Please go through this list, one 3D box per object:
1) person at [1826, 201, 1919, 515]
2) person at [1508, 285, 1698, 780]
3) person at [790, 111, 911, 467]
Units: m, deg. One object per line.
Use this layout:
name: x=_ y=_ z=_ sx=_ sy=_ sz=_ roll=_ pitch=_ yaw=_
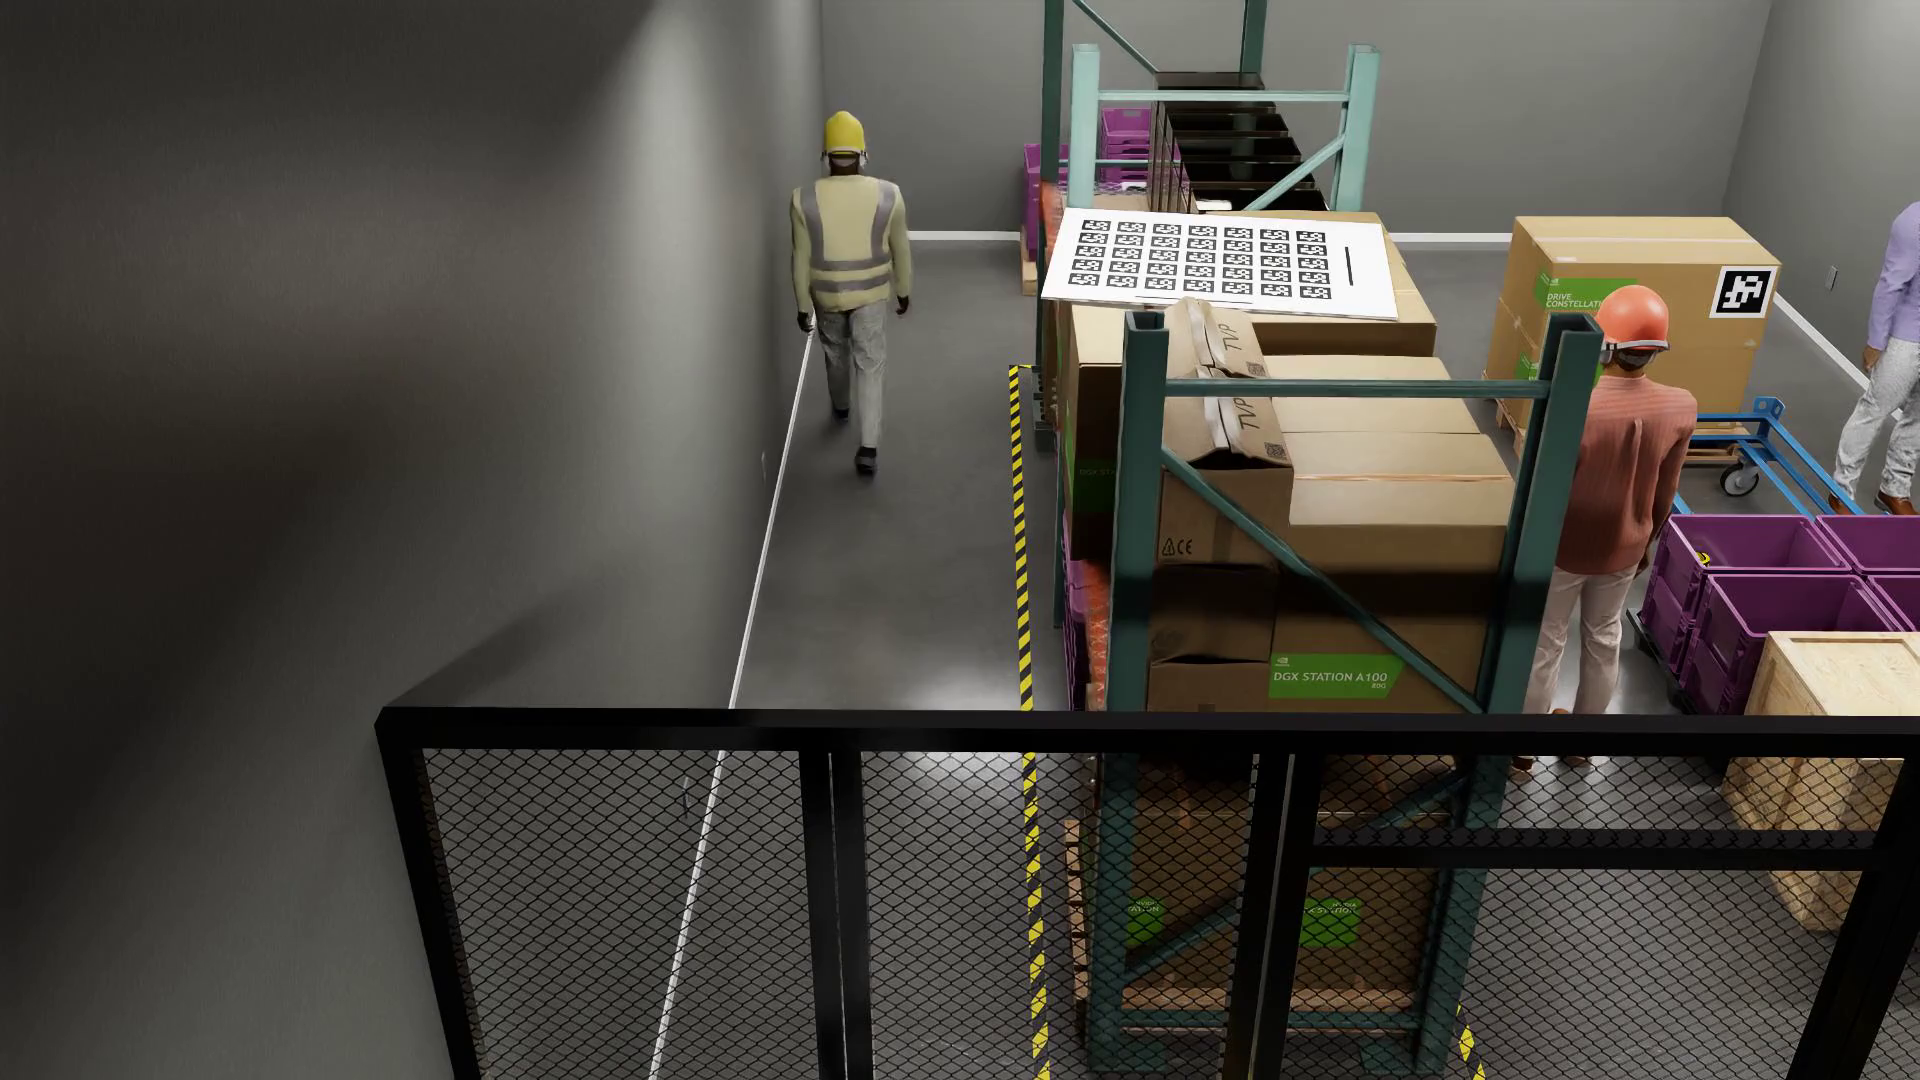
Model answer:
person: x=4.544 y=-0.942 z=7.780 sx=0.629 sy=1.939 sz=0.372 roll=0 pitch=31 yaw=0
person: x=2.309 y=0.008 z=6.148 sx=0.612 sy=1.995 sz=0.382 roll=-7 pitch=32 yaw=-12
person: x=-0.548 y=-1.283 z=8.493 sx=0.608 sy=1.789 sz=0.934 roll=-3 pitch=31 yaw=-5
